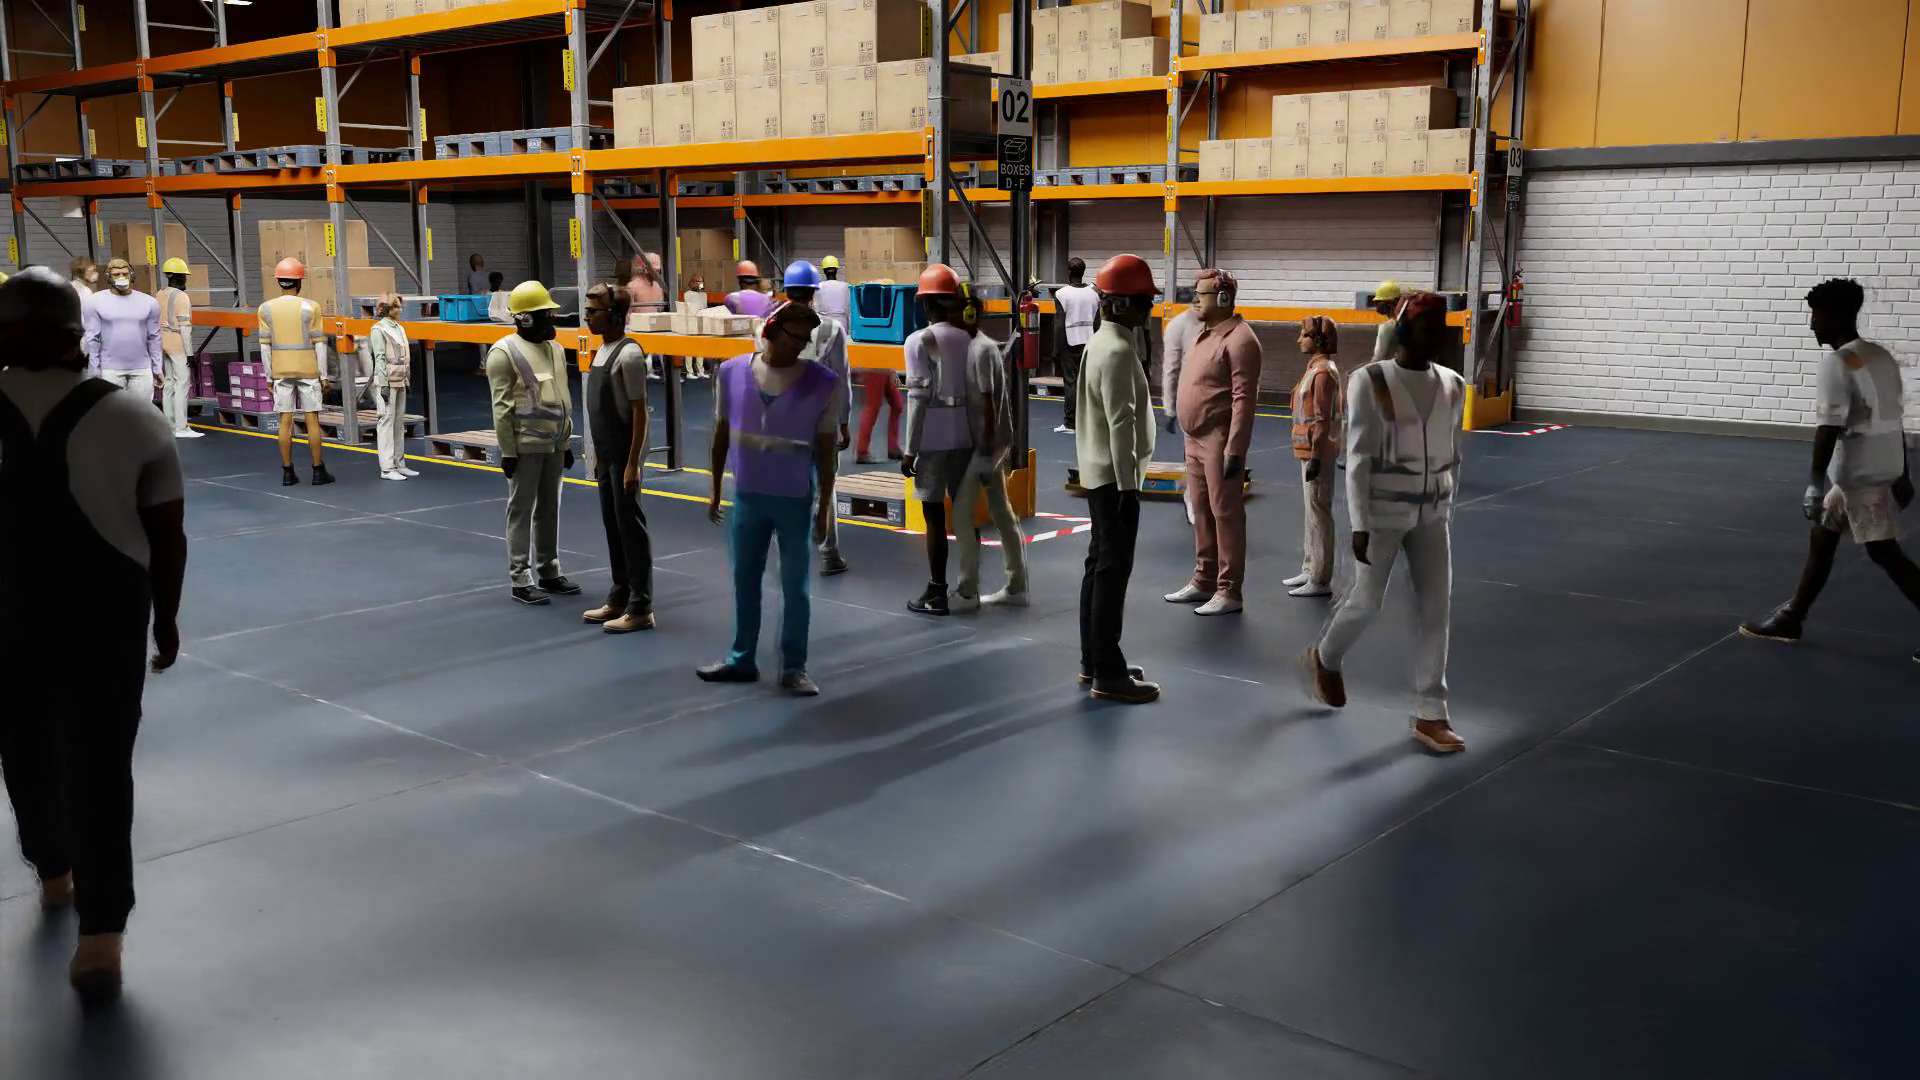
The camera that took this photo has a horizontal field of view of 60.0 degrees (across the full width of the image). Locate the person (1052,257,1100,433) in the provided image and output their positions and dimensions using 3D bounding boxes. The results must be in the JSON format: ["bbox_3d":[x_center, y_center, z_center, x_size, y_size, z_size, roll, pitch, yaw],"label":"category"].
[{"bbox_3d":[1.278,-2.121,18.206,0.593,1.920,0.391,-6,11,-30],"label":"person"}]

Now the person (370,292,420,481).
[{"bbox_3d":[-4.978,-1.346,14.585,0.307,1.641,0.513,1,10,3],"label":"person"}]

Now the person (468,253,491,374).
[{"bbox_3d":[-7.681,-3.621,26.702,0.359,1.932,0.632,3,10,15],"label":"person"}]

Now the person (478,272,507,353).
[{"bbox_3d":[-7.106,-3.272,25.470,0.551,1.646,0.818,-3,10,-15],"label":"person"}]

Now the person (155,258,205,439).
[{"bbox_3d":[-8.356,-2.048,17.796,0.587,1.919,0.399,8,13,39],"label":"person"}]

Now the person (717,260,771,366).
[{"bbox_3d":[-2.275,-2.057,17.925,0.556,1.906,0.956,-7,12,-35],"label":"person"}]

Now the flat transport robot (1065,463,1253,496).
[{"bbox_3d":[1.640,-0.504,13.688,1.431,0.197,0.652,4,11,20],"label":"flat transport robot"}]

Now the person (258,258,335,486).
[{"bbox_3d":[-5.660,-1.426,14.188,0.542,1.939,0.361,-1,10,-4],"label":"person"}]

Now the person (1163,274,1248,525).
[{"bbox_3d":[1.746,-0.974,11.800,0.649,1.873,0.897,-3,10,-17],"label":"person"}]

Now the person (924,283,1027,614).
[{"bbox_3d":[0.074,-0.496,9.229,0.662,1.832,0.551,0,10,-1],"label":"person"}]

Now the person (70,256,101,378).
[{"bbox_3d":[-9.463,-2.102,18.060,0.443,1.929,0.667,-3,11,-18],"label":"person"}]

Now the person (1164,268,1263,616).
[{"bbox_3d":[1.398,-0.541,9.243,0.407,1.909,0.639,-3,10,-17],"label":"person"}]

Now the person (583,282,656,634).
[{"bbox_3d":[-1.814,-0.431,8.793,0.331,1.844,0.521,-6,12,-31],"label":"person"}]

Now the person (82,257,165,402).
[{"bbox_3d":[-7.260,-1.478,14.485,0.627,1.940,0.371,-8,13,-39],"label":"person"}]

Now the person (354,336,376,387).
[{"bbox_3d":[-8.602,-3.078,23.922,0.404,1.824,0.586,5,11,25],"label":"person"}]

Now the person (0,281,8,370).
[{"bbox_3d":[-6.413,-0.835,11.106,0.630,1.840,0.429,-6,12,-32],"label":"person"}]

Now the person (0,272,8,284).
[{"bbox_3d":[-11.685,-2.412,20.376,0.654,1.745,0.363,9,14,42],"label":"person"}]

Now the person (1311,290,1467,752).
[{"bbox_3d":[1.809,-0.108,6.921,0.575,1.861,0.860,-3,10,-16],"label":"person"}]

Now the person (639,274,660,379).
[{"bbox_3d":[-4.852,-3.291,25.671,0.274,1.633,0.507,8,13,38],"label":"person"}]

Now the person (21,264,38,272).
[{"bbox_3d":[-11.076,-2.382,19.952,0.430,1.836,0.618,2,10,11],"label":"person"}]

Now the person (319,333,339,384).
[{"bbox_3d":[-9.546,-3.238,24.738,0.603,1.855,0.462,7,12,35],"label":"person"}]

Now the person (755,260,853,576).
[{"bbox_3d":[-0.958,-0.741,10.266,0.604,1.948,0.386,2,10,10],"label":"person"}]

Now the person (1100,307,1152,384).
[{"bbox_3d":[1.532,-1.618,15.487,0.533,1.868,0.310,-1,10,-8],"label":"person"}]

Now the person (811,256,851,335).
[{"bbox_3d":[-1.639,-2.657,21.240,0.590,1.923,0.383,-4,11,-22],"label":"person"}]

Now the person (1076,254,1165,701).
[{"bbox_3d":[0.713,-0.279,7.507,0.382,1.989,0.622,-1,10,-5],"label":"person"}]

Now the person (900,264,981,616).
[{"bbox_3d":[-0.108,-0.553,9.225,0.551,1.935,0.375,-8,13,-39],"label":"person"}]

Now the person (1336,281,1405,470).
[{"bbox_3d":[3.648,-1.368,14.436,0.867,1.720,0.548,6,12,31],"label":"person"}]

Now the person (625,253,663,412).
[{"bbox_3d":[-3.861,-2.539,20.450,0.514,1.963,0.626,4,11,23],"label":"person"}]

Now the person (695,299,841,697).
[{"bbox_3d":[-0.896,-0.185,7.522,0.749,1.802,0.408,2,10,13],"label":"person"}]

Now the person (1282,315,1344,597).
[{"bbox_3d":[2.076,-0.489,9.710,0.308,1.640,0.510,1,10,6],"label":"person"}]

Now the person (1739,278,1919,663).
[{"bbox_3d":[4.487,-0.336,8.172,0.619,1.890,1.060,-10,14,-44],"label":"person"}]

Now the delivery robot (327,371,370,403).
[{"bbox_3d":[-7.645,-1.955,20.872,0.477,0.478,0.707,-10,14,-44],"label":"delivery robot"}]

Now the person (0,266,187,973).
[{"bbox_3d":[-2.595,0.177,4.773,0.714,2.000,1.090,-4,11,-22],"label":"person"}]

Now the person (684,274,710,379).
[{"bbox_3d":[-4.095,-3.320,25.866,0.277,1.629,0.497,7,12,35],"label":"person"}]

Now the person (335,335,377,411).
[{"bbox_3d":[-7.534,-2.390,20.661,0.861,1.596,0.519,8,13,39],"label":"person"}]

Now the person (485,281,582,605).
[{"bbox_3d":[-2.424,-0.558,9.535,0.404,1.836,0.597,4,11,23],"label":"person"}]

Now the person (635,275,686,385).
[{"bbox_3d":[-4.504,-3.181,24.405,0.862,1.863,0.646,7,12,34],"label":"person"}]

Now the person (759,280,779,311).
[{"bbox_3d":[-2.645,-2.717,22.530,0.581,1.593,0.515,8,13,38],"label":"person"}]

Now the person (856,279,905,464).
[{"bbox_3d":[-0.679,-1.564,15.576,0.689,1.731,0.538,0,10,-1],"label":"person"}]
